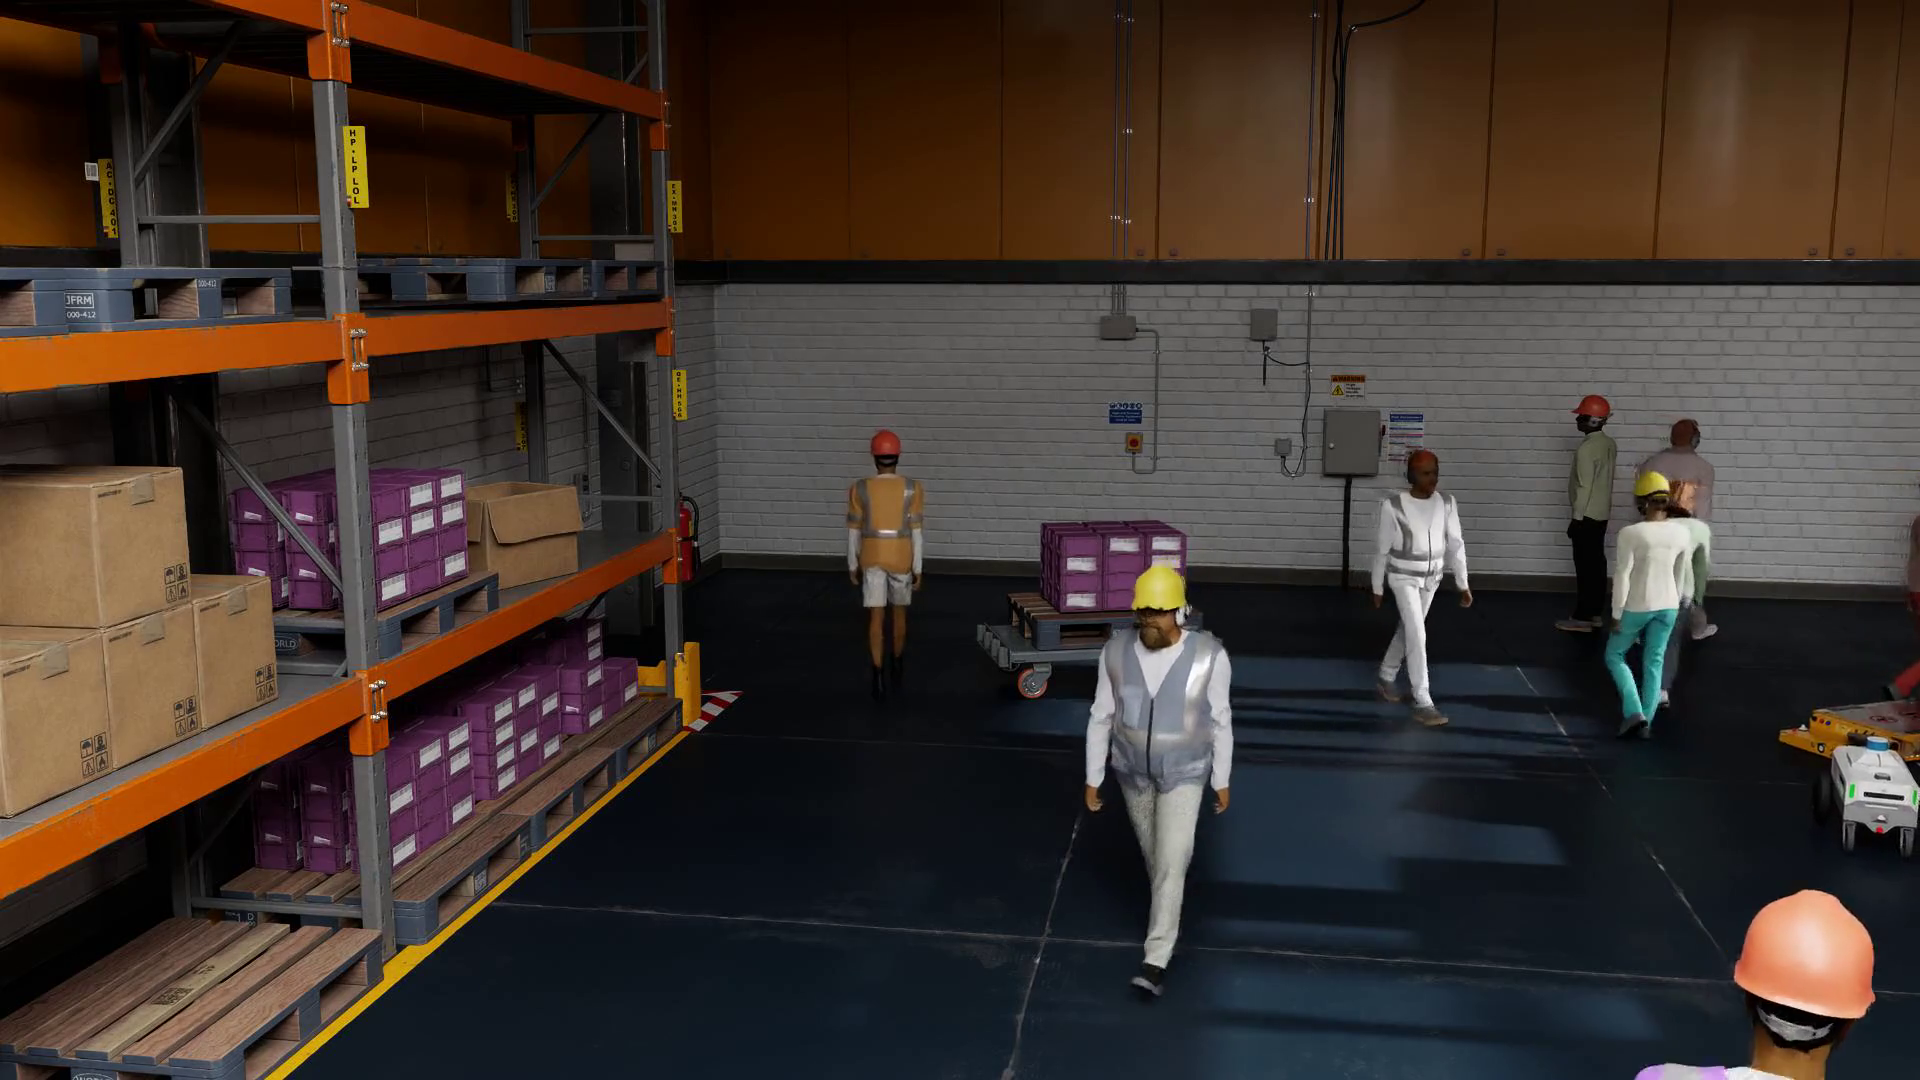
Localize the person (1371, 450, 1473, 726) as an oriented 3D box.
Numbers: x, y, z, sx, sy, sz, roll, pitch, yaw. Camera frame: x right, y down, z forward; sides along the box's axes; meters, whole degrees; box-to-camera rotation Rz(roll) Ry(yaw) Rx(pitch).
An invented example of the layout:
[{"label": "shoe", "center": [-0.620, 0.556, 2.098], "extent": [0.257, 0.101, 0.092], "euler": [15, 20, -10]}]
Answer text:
[{"label": "person", "center": [3.114, 0.285, 11.422], "extent": [0.586, 1.831, 1.002], "euler": [-3, 10, -20]}]

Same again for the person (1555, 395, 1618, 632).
[{"label": "person", "center": [5.301, -0.225, 14.015], "extent": [0.369, 1.996, 0.622], "euler": [8, 12, 41]}]

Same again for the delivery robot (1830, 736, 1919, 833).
[{"label": "delivery robot", "center": [4.853, 1.288, 8.832], "extent": [0.477, 0.478, 0.707], "euler": [4, 10, 21]}]

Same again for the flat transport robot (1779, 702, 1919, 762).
[{"label": "flat transport robot", "center": [5.992, 1.205, 10.506], "extent": [1.431, 0.197, 0.652], "euler": [-3, 10, -19]}]

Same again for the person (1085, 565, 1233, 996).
[{"label": "person", "center": [0.812, 1.003, 7.088], "extent": [0.615, 1.783, 0.922], "euler": [4, 10, 24]}]

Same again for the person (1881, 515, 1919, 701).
[{"label": "person", "center": [6.466, 0.383, 11.078], "extent": [0.578, 1.723, 0.582], "euler": [-1, 9, -6]}]

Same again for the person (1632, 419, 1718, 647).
[{"label": "person", "center": [5.768, -0.052, 13.426], "extent": [1.049, 1.849, 0.659], "euler": [-7, 12, -37]}]

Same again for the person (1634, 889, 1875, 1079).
[{"label": "person", "center": [1.466, 1.594, 3.074], "extent": [0.551, 1.912, 0.823], "euler": [5, 10, 27]}]

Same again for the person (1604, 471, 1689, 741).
[{"label": "person", "center": [4.407, 0.436, 10.684], "extent": [0.536, 1.754, 0.362], "euler": [-1, 9, -8]}]

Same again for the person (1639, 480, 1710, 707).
[{"label": "person", "center": [4.875, 0.386, 11.460], "extent": [0.521, 1.618, 0.374], "euler": [0, 9, -1]}]

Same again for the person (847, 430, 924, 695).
[{"label": "person", "center": [-0.541, 0.153, 12.045], "extent": [0.559, 1.894, 0.991], "euler": [0, 9, -1]}]
